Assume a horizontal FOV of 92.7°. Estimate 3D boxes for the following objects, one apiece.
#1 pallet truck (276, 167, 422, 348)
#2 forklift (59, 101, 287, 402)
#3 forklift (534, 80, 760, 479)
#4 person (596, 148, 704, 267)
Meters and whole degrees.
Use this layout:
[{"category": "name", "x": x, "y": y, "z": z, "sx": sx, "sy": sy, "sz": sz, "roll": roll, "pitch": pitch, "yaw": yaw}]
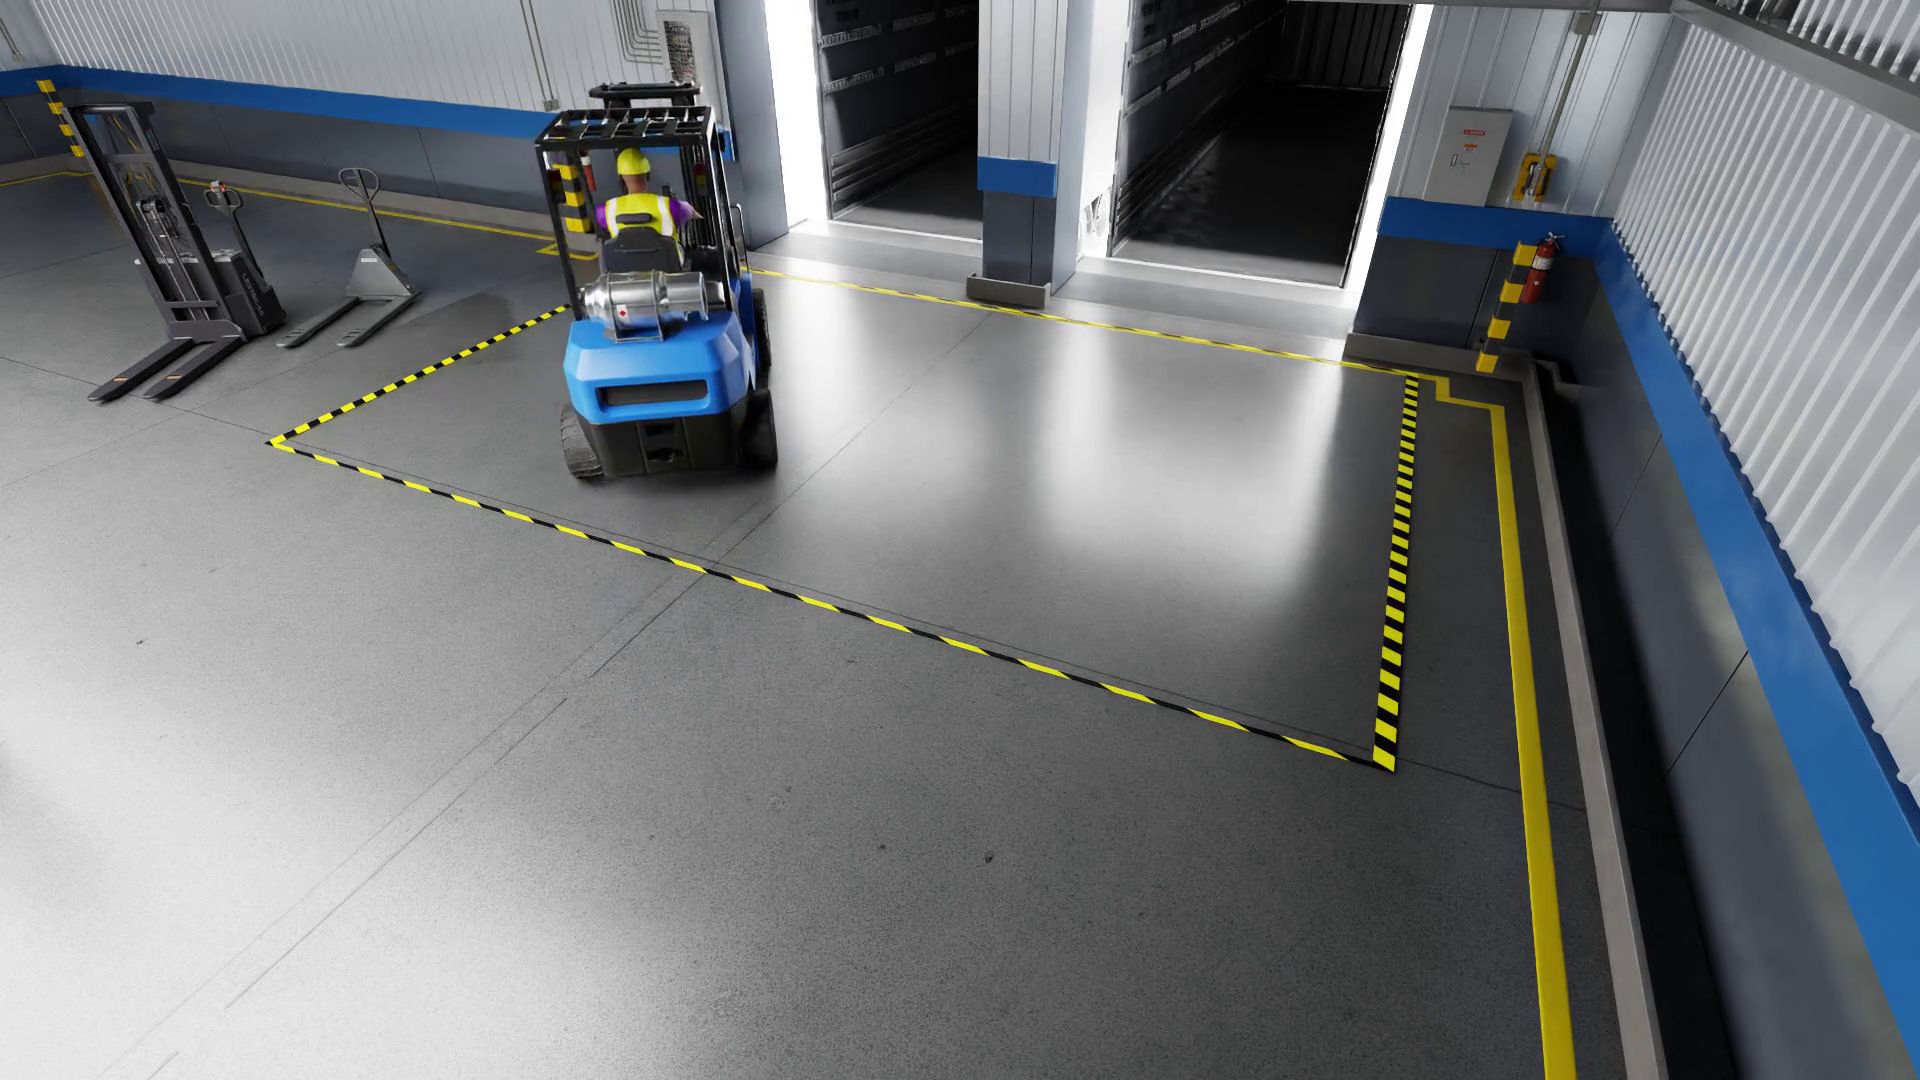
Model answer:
[{"category": "pallet truck", "x": -5.732, "y": -2.611, "z": 8.414, "sx": 0.680, "sy": 1.201, "sz": 1.601, "roll": -1, "pitch": 35, "yaw": -1}, {"category": "forklift", "x": -6.686, "y": -2.387, "z": 7.434, "sx": 0.823, "sy": 1.965, "sz": 1.885, "roll": -3, "pitch": 35, "yaw": -5}, {"category": "forklift", "x": -2.128, "y": -1.954, "z": 6.505, "sx": 1.157, "sy": 2.036, "sz": 2.680, "roll": -6, "pitch": 35, "yaw": -8}, {"category": "person", "x": -2.132, "y": -2.142, "z": 6.447, "sx": 0.635, "sy": 1.294, "sz": 1.004, "roll": -6, "pitch": 35, "yaw": -8}]
